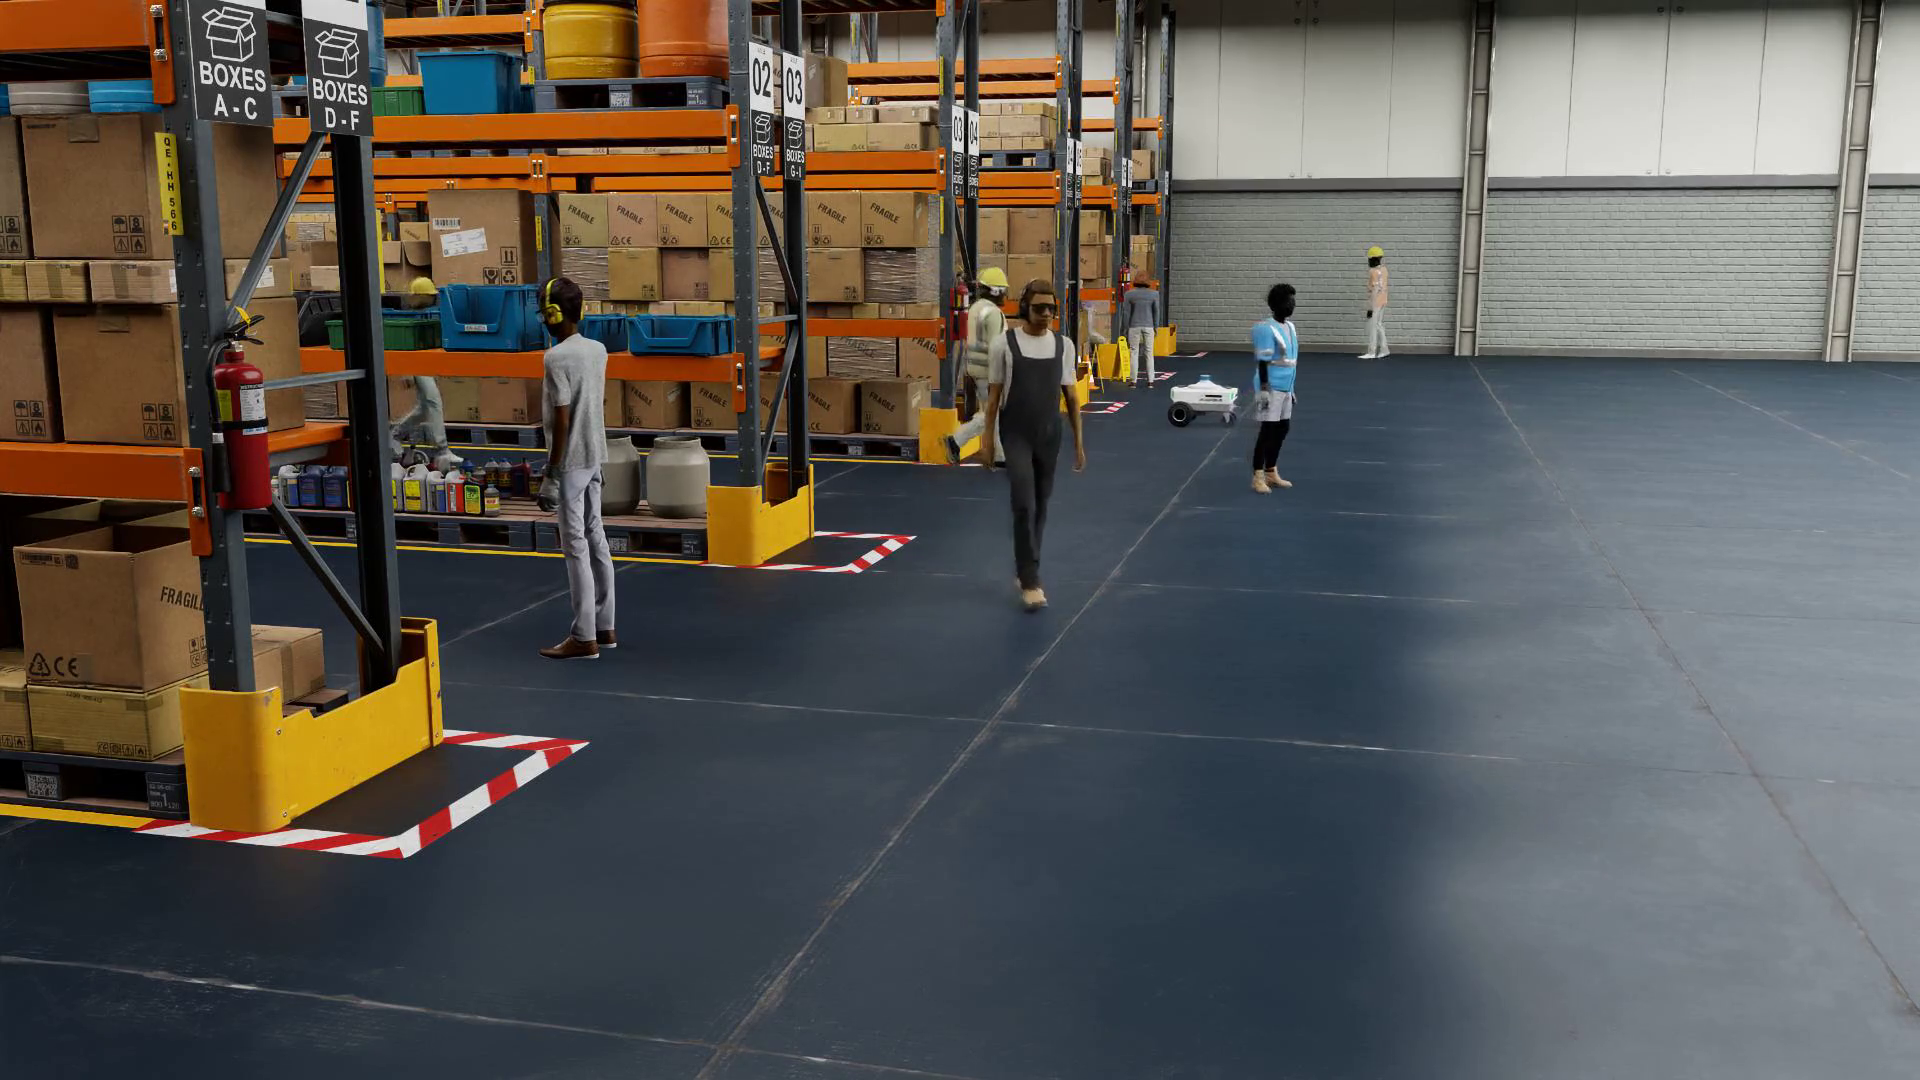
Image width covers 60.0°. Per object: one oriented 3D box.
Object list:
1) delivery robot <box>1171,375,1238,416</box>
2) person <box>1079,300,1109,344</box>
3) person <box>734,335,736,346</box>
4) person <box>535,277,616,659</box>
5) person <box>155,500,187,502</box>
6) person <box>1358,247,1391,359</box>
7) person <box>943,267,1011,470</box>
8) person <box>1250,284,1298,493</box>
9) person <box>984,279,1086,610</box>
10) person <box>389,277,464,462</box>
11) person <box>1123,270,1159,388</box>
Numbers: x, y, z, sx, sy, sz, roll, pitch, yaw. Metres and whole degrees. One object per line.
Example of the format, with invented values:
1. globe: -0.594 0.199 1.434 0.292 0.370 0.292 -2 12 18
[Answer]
1. delivery robot: 2.692 -1.573 18.313 0.707 0.478 0.477 3 11 16
2. person: 2.093 -3.711 26.708 0.839 1.909 0.637 0 10 -1
3. person: -2.522 -2.189 18.816 0.321 1.697 0.529 7 13 35
4. person: -1.899 -0.343 8.133 0.328 1.865 0.520 3 11 15
5. person: -3.989 -0.446 8.506 0.418 1.925 0.556 4 11 21
6. person: 7.181 -4.060 28.680 0.509 1.947 0.608 6 12 29
7. person: 0.184 -1.491 14.645 0.653 1.806 0.593 -3 11 -16
8. person: 2.566 -1.234 13.568 0.324 1.696 0.602 7 12 34
9. person: 0.448 -0.523 9.224 0.528 1.819 0.771 -4 11 -20
10. person: -4.995 -1.572 15.353 0.791 1.715 0.496 2 10 13
11. person: 2.506 -2.920 23.043 0.501 1.633 0.284 1 10 4
